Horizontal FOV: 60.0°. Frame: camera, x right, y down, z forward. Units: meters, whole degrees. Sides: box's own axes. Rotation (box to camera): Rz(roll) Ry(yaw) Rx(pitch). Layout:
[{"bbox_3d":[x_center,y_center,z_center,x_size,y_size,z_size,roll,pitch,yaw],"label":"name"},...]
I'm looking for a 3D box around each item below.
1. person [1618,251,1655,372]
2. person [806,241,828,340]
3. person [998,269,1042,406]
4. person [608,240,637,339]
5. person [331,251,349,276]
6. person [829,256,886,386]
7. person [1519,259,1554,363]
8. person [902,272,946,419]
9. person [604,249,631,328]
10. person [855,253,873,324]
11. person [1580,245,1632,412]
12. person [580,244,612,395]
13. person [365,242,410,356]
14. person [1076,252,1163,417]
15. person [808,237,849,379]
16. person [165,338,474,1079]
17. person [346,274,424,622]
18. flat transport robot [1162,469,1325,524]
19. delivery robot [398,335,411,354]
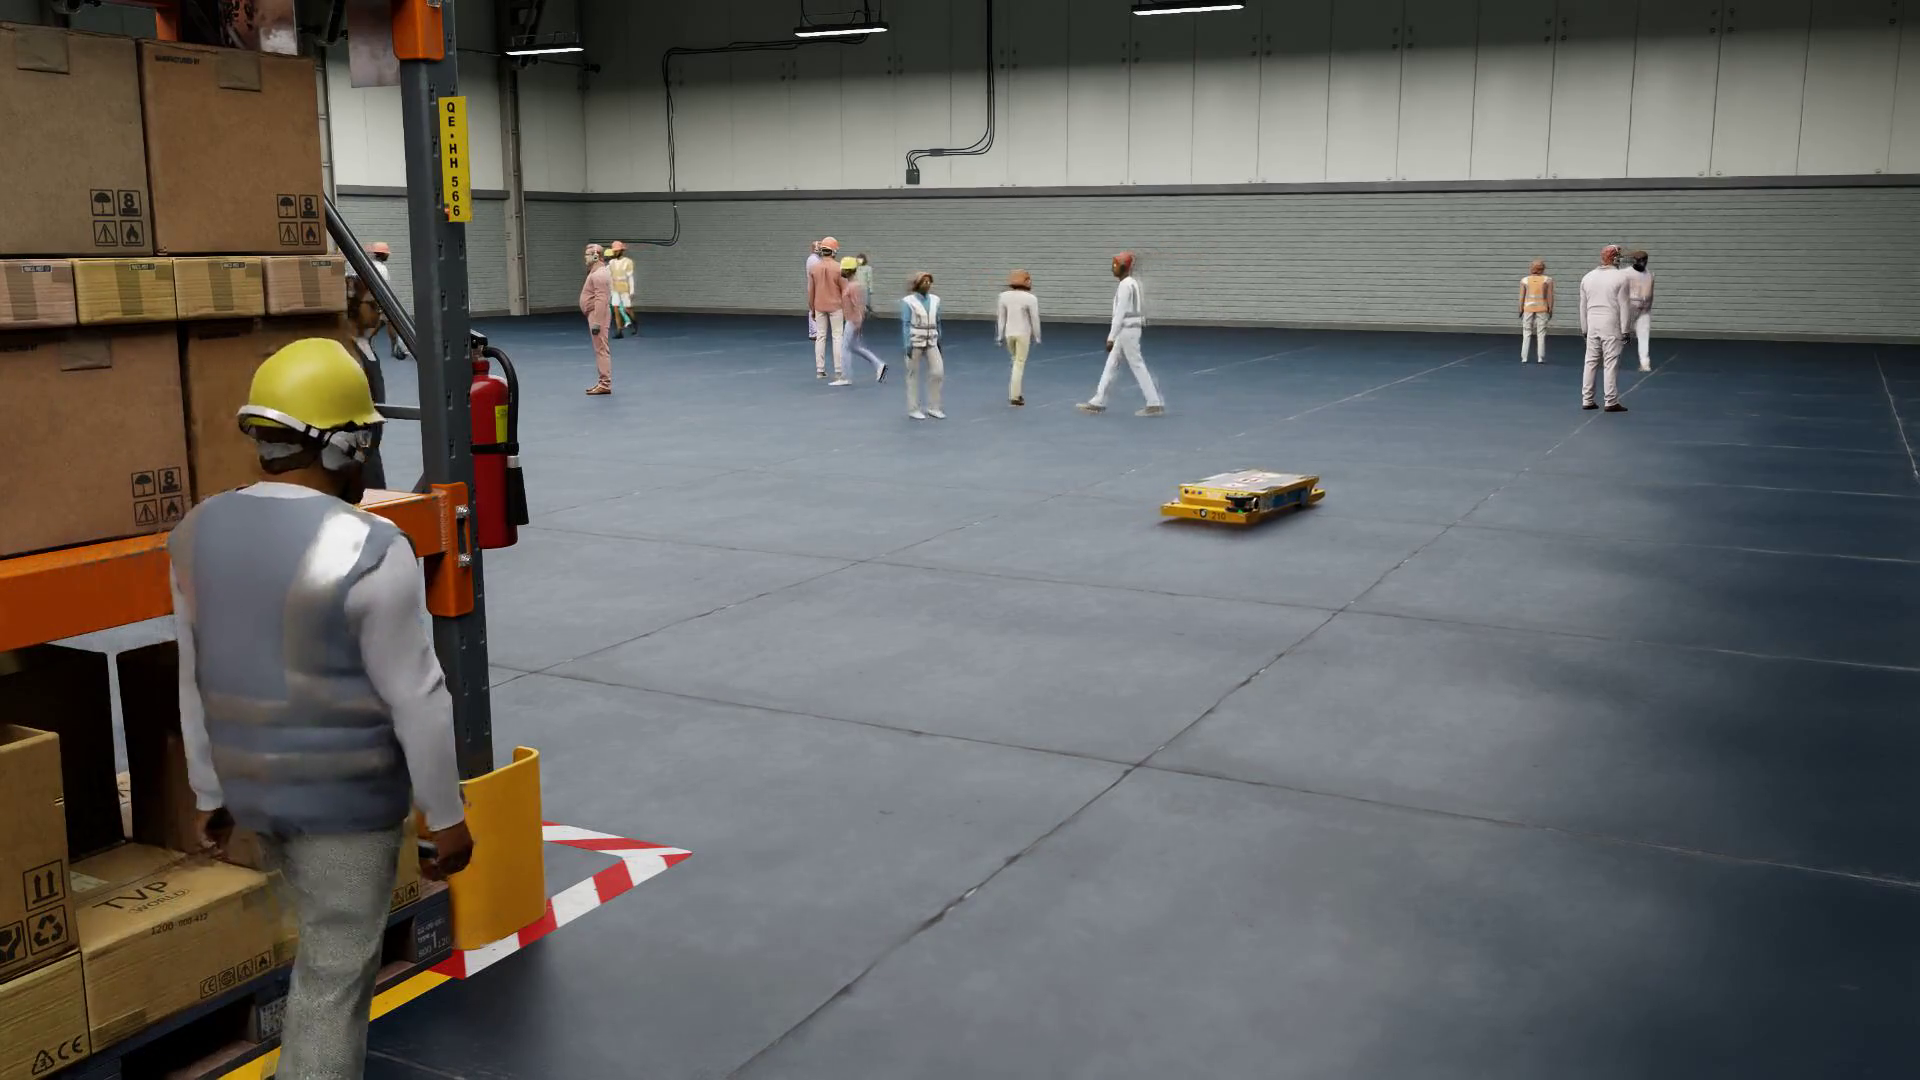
[{"bbox_3d":[10.145,-3.458,25.083,0.633,1.808,0.950,-2,10,-8],"label":"person"},{"bbox_3d":[-2.751,-4.815,32.170,0.403,1.906,0.652,-2,11,-12],"label":"person"},{"bbox_3d":[0.748,-2.410,19.823,0.534,1.612,0.587,7,13,35],"label":"person"},{"bbox_3d":[-6.636,-4.920,32.705,0.556,1.917,0.601,4,11,20],"label":"person"},{"bbox_3d":[-8.931,-3.204,23.703,0.755,1.791,0.699,6,12,29],"label":"person"},{"bbox_3d":[-1.389,-2.953,22.478,0.740,1.746,0.532,-2,11,-9],"label":"person"},{"bbox_3d":[9.117,-3.612,26.337,0.520,1.639,0.309,5,12,26],"label":"person"},{"bbox_3d":[-0.368,-2.116,18.207,0.546,1.616,0.588,-7,13,-35],"label":"person"},{"bbox_3d":[-7.559,-5.491,36.327,0.843,1.736,0.529,1,10,7],"label":"person"},{"bbox_3d":[-2.193,-5.708,37.814,0.498,1.622,0.577,4,11,20],"label":"person"},{"bbox_3d":[7.472,-2.438,19.199,0.406,1.911,0.639,-7,12,-33],"label":"person"},{"bbox_3d":[-4.644,-2.816,21.253,0.410,1.913,0.643,-2,11,-12],"label":"person"},{"bbox_3d":[-9.667,-4.017,27.789,0.775,1.914,0.567,-9,14,-42],"label":"person"},{"bbox_3d":[1.826,-2.290,18.617,1.002,1.829,0.589,2,11,10],"label":"person"},{"bbox_3d":[-1.842,-3.278,23.547,0.617,1.994,0.381,3,11,17],"label":"person"},{"bbox_3d":[-1.285,0.499,3.428,0.611,1.812,0.459,5,12,27],"label":"person"},{"bbox_3d":[-3.145,-0.432,8.476,0.614,1.833,0.510,-1,10,-8],"label":"person"},{"bbox_3d":[2.104,-0.337,12.210,0.652,0.197,1.431,7,12,34],"label":"flat transport robot"},{"bbox_3d":[-8.838,-3.271,27.178,0.477,0.478,0.707,4,11,21],"label":"delivery robot"}]
